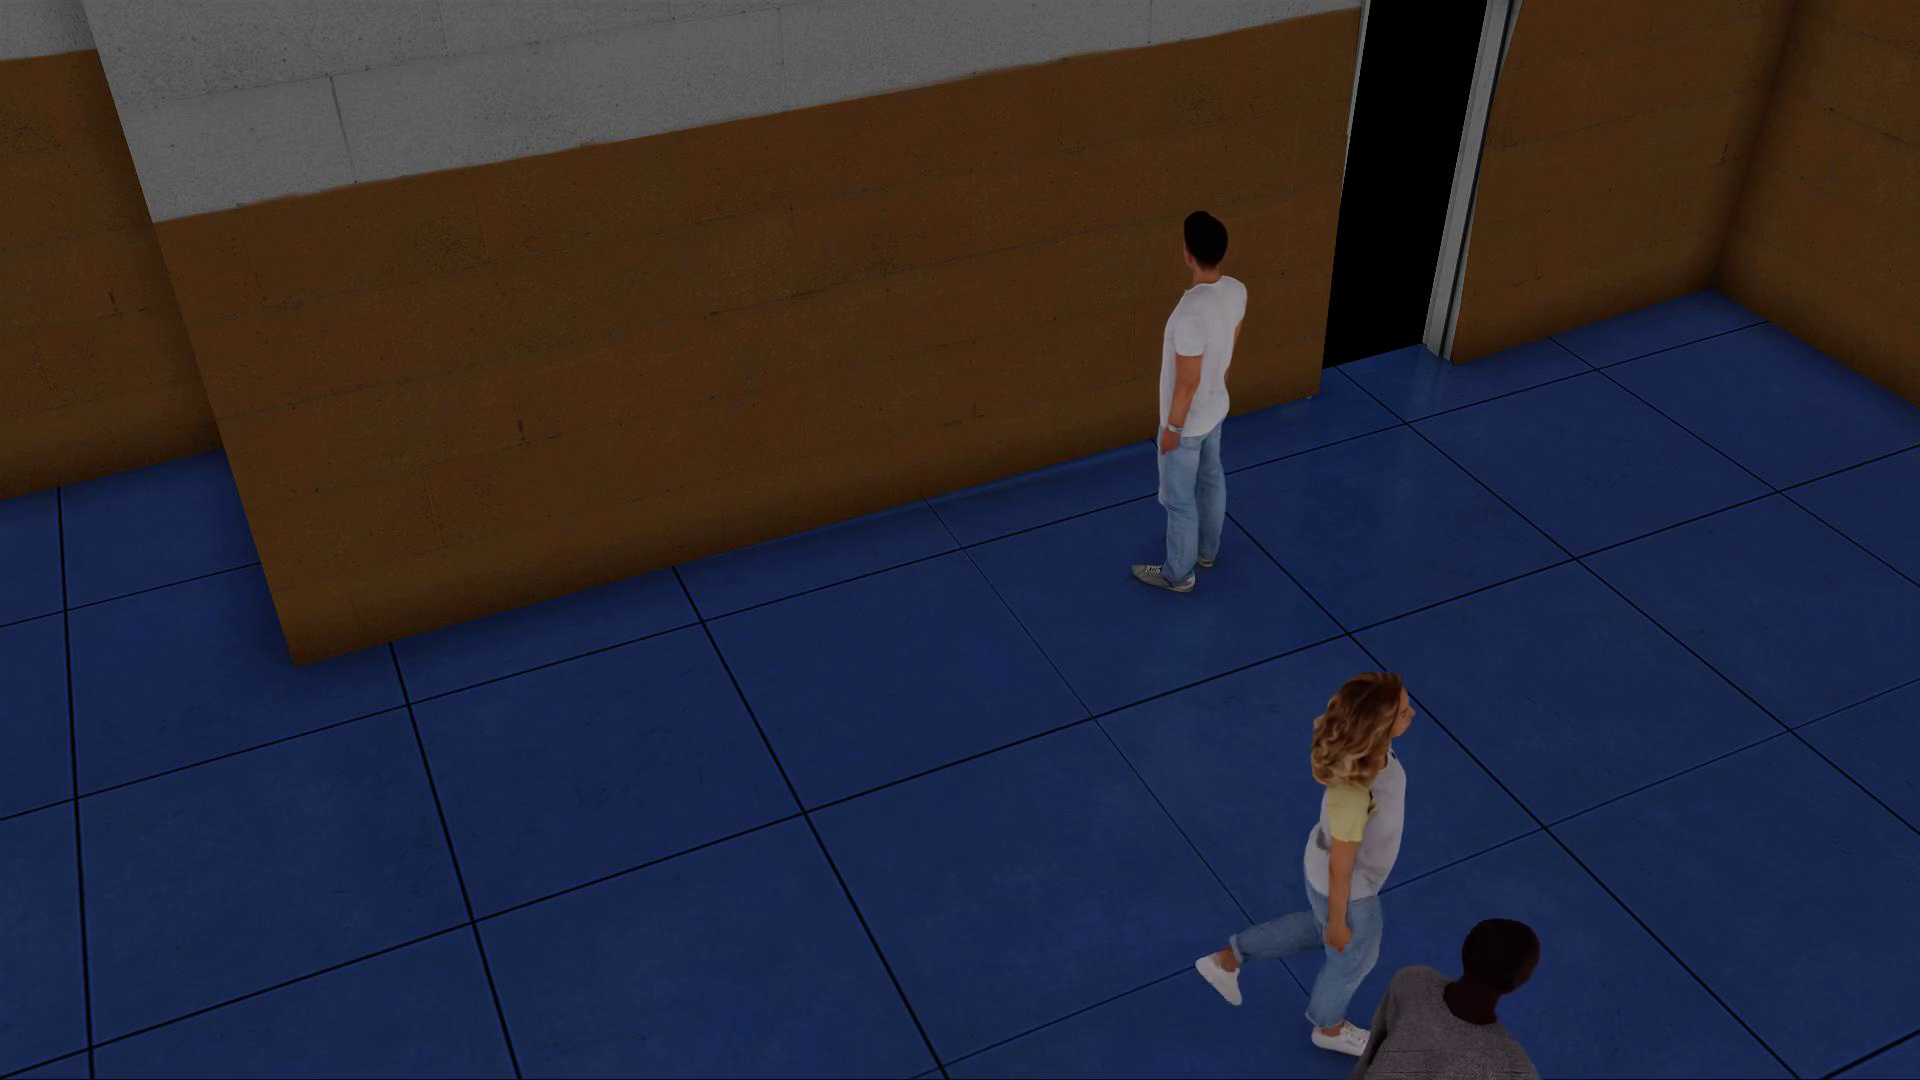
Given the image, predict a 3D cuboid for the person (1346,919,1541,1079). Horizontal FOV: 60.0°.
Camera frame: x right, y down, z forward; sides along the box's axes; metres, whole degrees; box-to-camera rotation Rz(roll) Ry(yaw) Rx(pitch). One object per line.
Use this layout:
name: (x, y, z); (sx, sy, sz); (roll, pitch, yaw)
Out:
person: (1.164, 1.687, 4.500); (0.700, 1.742, 0.938); (-18, 41, -23)

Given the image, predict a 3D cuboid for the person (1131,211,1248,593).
person: (1.050, -0.592, 7.437); (0.733, 1.861, 0.751); (23, 43, 28)

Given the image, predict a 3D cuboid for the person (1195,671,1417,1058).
person: (1.136, 1.072, 5.334); (0.992, 1.708, 0.976); (7, 38, 10)
